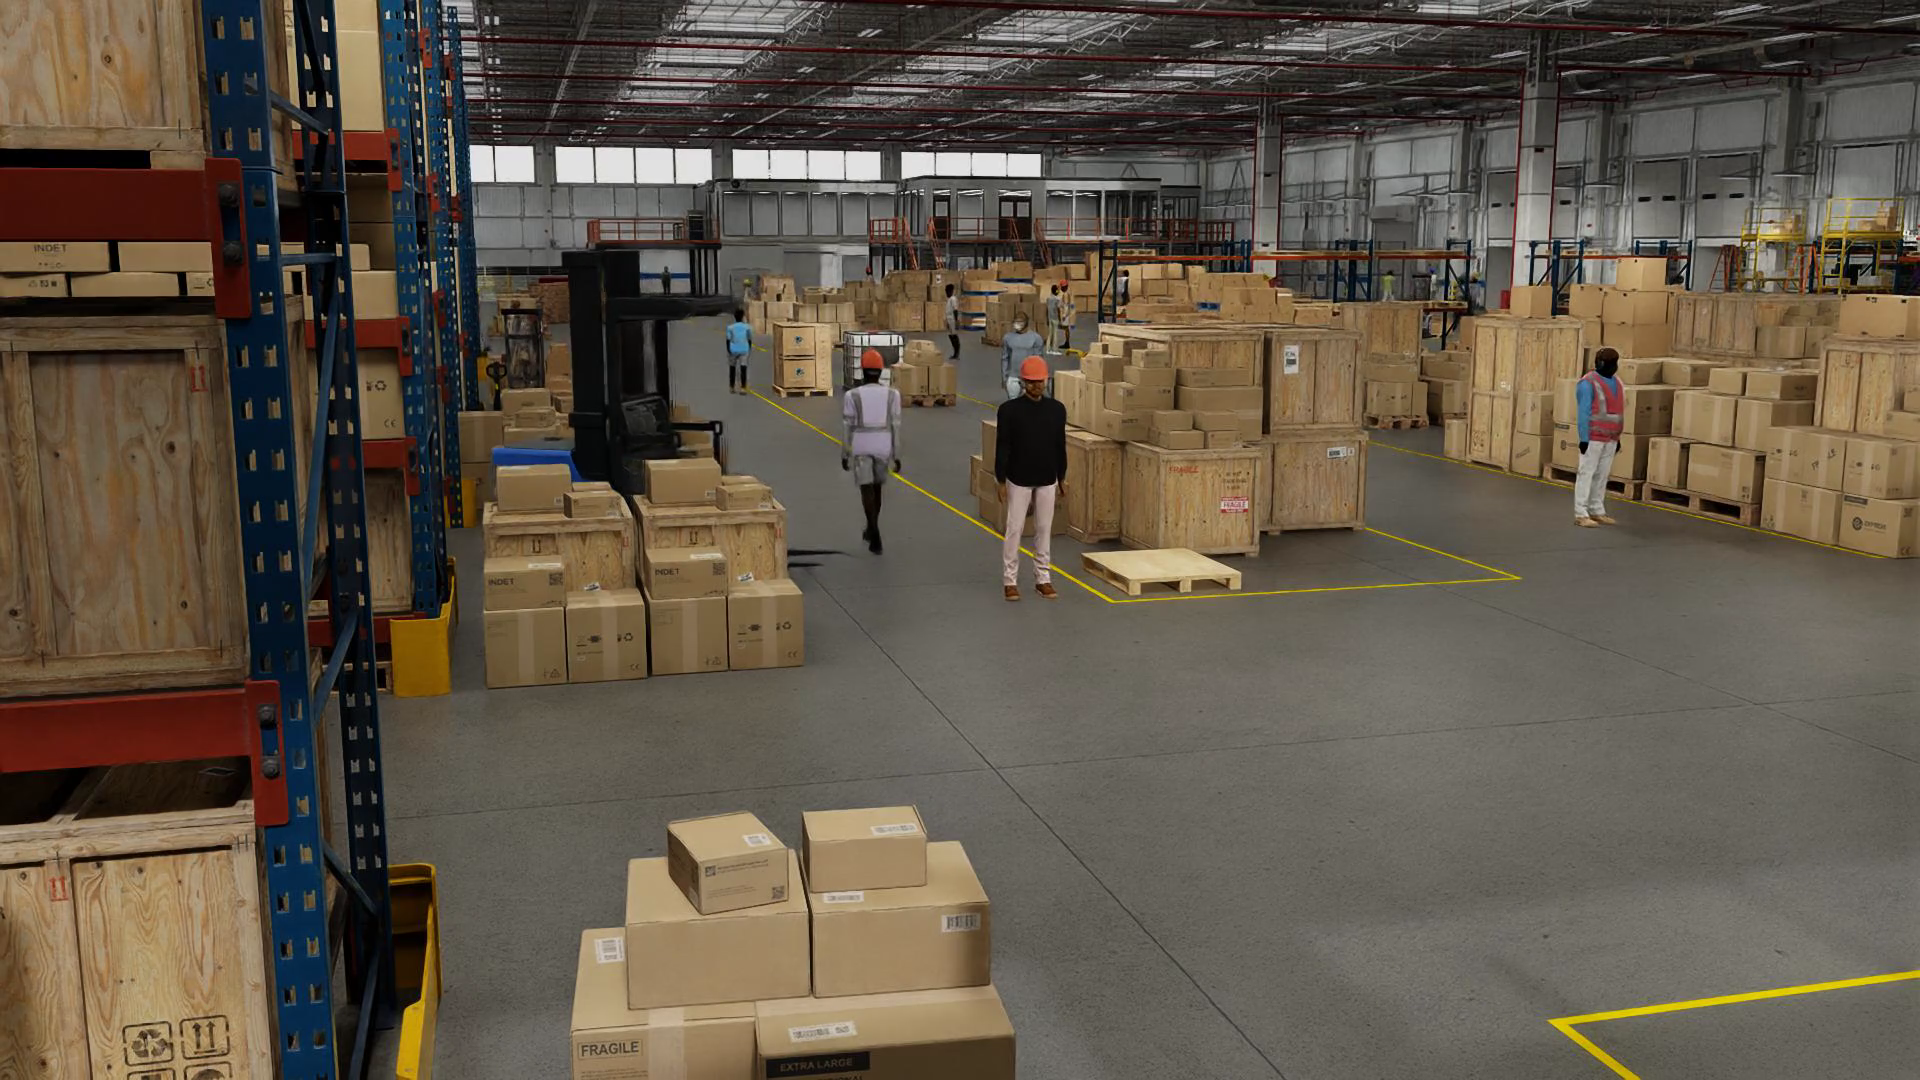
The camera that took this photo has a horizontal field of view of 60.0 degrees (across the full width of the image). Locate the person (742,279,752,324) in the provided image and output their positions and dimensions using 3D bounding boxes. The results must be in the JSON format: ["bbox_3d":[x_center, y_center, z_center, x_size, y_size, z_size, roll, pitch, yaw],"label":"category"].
[{"bbox_3d":[-7.543,-8.488,59.555,0.851,1.708,0.499,1,10,5],"label":"person"}]

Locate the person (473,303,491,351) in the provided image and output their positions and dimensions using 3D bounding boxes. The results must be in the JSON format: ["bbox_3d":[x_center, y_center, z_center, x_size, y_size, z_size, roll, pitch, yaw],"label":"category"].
[{"bbox_3d":[-13.297,-6.020,45.562,0.851,1.722,0.518,4,11,22],"label":"person"}]

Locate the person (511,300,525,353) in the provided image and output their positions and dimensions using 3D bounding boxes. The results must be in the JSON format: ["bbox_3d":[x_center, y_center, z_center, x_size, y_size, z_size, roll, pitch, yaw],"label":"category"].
[{"bbox_3d":[-10.508,-4.868,39.323,0.535,1.606,0.439,6,11,29],"label":"person"}]

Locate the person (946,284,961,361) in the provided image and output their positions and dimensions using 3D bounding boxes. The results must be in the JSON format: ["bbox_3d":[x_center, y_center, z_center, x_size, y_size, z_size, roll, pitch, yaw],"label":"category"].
[{"bbox_3d":[-0.154,-5.488,41.984,0.373,1.929,0.763,-2,10,-9],"label":"person"}]

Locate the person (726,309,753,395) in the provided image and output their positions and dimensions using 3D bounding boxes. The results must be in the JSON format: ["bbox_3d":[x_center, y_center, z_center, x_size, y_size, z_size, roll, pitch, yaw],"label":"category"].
[{"bbox_3d":[-4.293,-3.655,32.342,0.545,1.643,0.841,-3,10,-15],"label":"person"}]

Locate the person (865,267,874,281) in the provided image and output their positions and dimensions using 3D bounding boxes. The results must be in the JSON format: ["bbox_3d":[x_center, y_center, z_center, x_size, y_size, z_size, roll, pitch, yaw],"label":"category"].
[{"bbox_3d":[-3.875,-10.612,70.769,0.377,1.995,0.608,-7,12,-34],"label":"person"}]

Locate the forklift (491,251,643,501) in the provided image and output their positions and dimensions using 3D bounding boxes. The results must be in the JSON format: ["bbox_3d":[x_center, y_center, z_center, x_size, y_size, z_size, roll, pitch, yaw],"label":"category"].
[{"bbox_3d":[-3.172,-1.192,14.925,1.873,2.768,1.129,2,10,13],"label":"forklift"}]

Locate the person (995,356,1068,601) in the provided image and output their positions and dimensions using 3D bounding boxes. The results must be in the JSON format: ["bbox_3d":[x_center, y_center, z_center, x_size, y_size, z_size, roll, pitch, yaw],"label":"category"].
[{"bbox_3d":[0.590,-0.496,13.488,0.619,1.992,0.396,-3,11,-18],"label":"person"}]

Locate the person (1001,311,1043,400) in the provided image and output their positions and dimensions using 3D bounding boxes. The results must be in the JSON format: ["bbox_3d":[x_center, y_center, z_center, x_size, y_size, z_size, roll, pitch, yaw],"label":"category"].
[{"bbox_3d":[0.889,-2.339,24.084,0.637,1.937,0.357,4,11,21],"label":"person"}]

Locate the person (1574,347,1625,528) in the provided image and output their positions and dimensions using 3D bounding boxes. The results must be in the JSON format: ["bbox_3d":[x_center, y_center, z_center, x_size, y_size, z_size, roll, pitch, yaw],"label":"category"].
[{"bbox_3d":[6.574,-1.050,17.060,0.623,1.844,0.430,-7,12,-33],"label":"person"}]

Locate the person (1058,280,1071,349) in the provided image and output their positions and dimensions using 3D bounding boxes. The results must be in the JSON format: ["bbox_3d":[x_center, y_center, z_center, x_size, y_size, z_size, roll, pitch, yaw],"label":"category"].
[{"bbox_3d":[2.948,-6.355,46.860,0.374,1.928,0.542,1,10,8],"label":"person"}]

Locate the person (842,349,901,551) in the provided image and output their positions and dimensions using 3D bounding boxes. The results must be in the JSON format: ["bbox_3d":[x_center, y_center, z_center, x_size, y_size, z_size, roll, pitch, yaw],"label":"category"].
[{"bbox_3d":[-0.833,-0.862,15.846,0.553,1.901,0.949,-3,10,-14],"label":"person"}]

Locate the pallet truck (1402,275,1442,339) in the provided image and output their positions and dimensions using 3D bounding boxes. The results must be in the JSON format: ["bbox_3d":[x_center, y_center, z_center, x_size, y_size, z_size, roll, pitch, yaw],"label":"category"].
[{"bbox_3d":[14.620,-7.324,52.145,0.823,1.965,1.885,8,13,40],"label":"pallet truck"}]

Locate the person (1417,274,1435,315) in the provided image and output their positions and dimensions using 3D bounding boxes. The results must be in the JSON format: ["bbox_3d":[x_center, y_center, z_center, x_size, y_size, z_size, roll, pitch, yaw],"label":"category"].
[{"bbox_3d":[18.802,-9.888,67.342,0.984,1.770,0.634,9,13,42],"label":"person"}]

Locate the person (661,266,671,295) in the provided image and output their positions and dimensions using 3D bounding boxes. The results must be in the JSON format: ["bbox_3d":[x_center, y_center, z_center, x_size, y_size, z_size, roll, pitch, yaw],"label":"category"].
[{"bbox_3d":[-15.329,-13.363,86.833,0.521,1.823,0.647,-3,11,-18],"label":"person"}]

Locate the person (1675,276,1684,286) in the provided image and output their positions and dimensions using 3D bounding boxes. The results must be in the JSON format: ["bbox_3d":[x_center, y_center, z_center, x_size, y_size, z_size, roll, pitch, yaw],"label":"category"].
[{"bbox_3d":[25.246,-8.330,58.325,0.842,1.832,0.526,2,10,10],"label":"person"}]

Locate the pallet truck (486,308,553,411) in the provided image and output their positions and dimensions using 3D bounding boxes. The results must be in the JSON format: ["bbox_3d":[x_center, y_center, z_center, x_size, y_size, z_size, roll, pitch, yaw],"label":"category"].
[{"bbox_3d":[-6.242,-2.418,24.362,0.823,1.965,1.885,1,10,3],"label":"pallet truck"}]

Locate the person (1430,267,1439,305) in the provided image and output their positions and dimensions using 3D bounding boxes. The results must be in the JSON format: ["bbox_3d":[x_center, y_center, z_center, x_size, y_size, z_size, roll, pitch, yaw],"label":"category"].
[{"bbox_3d":[21.118,-11.234,74.490,0.625,1.928,0.505,0,10,2],"label":"person"}]

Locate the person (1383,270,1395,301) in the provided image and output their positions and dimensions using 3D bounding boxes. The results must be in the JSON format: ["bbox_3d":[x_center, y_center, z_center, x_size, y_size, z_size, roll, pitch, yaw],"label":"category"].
[{"bbox_3d":[19.383,-11.259,75.012,0.621,1.792,0.964,9,13,41],"label":"person"}]

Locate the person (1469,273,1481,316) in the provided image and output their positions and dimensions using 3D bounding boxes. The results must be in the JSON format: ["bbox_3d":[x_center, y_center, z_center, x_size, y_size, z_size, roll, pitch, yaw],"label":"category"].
[{"bbox_3d":[18.375,-8.606,59.661,0.611,1.905,0.438,-1,10,-8],"label":"person"}]

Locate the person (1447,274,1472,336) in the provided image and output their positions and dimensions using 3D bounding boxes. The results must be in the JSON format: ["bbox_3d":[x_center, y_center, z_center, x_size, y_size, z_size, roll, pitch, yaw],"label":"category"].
[{"bbox_3d":[15.896,-7.461,52.801,0.692,2.000,1.023,-8,13,-37],"label":"person"}]

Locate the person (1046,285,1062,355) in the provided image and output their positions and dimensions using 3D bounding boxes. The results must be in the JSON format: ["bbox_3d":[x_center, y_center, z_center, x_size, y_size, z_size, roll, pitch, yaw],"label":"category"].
[{"bbox_3d":[2.489,-5.829,44.086,0.318,1.858,0.527,-9,13,-41],"label":"person"}]

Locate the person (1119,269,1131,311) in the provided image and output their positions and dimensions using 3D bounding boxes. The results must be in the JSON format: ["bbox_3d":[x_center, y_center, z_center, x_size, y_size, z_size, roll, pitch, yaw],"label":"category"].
[{"bbox_3d":[6.955,-10.419,69.952,0.460,1.902,0.592,-4,11,-20],"label":"person"}]
